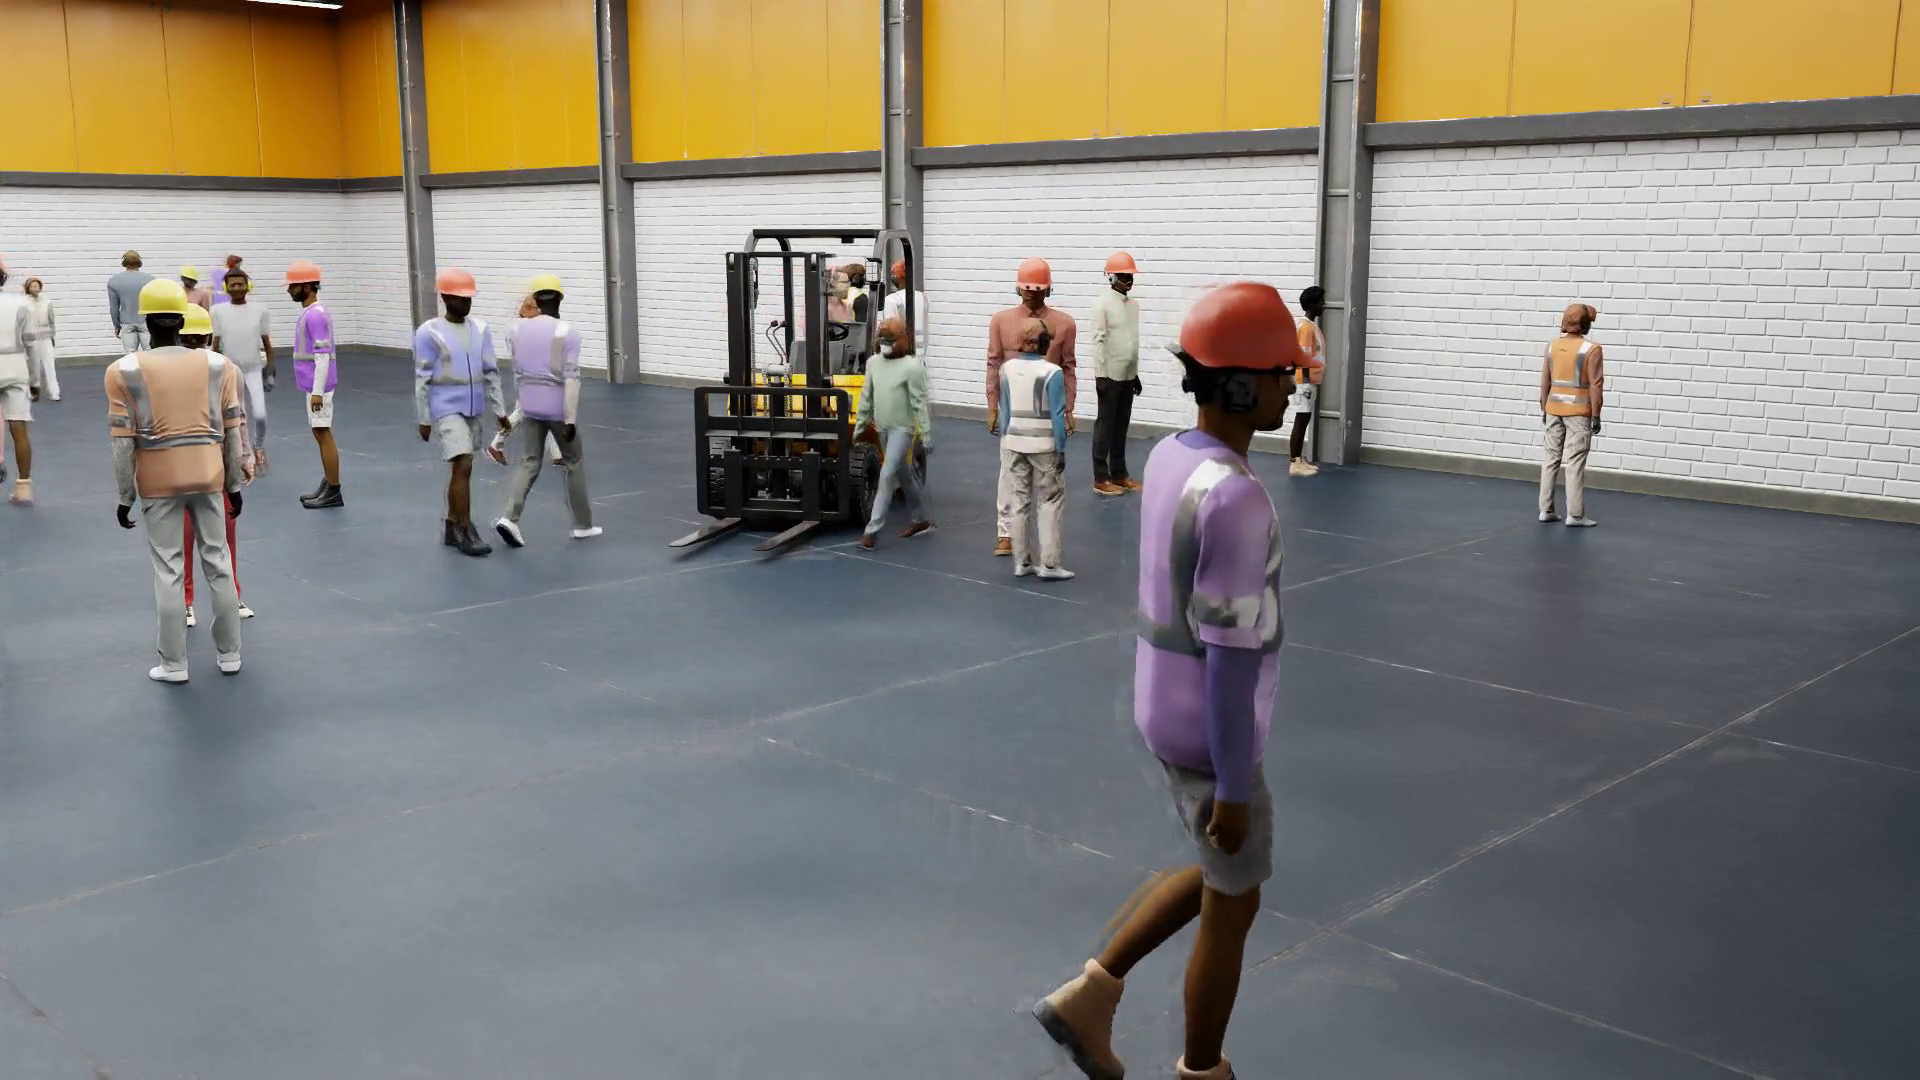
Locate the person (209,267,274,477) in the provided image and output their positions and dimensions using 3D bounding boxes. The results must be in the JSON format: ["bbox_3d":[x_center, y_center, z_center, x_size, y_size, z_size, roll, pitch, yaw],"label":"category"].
[{"bbox_3d":[-6.336,-1.473,14.677,0.524,1.853,0.408,-5,11,-24],"label":"person"}]

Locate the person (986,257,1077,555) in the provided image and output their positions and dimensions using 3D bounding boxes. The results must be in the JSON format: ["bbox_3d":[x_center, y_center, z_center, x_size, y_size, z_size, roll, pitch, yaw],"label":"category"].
[{"bbox_3d":[0.476,-0.880,11.094,0.611,1.985,0.393,0,10,-2],"label":"person"}]

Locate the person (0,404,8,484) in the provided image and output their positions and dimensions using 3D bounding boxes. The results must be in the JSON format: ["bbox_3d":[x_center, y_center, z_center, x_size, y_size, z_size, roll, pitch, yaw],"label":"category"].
[{"bbox_3d":[-5.575,-0.460,9.046,0.671,1.892,0.508,-6,12,-31],"label":"person"}]

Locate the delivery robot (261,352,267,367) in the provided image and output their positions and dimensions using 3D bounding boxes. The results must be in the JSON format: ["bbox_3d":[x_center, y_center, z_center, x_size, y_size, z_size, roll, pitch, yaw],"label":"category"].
[{"bbox_3d":[-10.546,-2.690,24.611,0.707,0.478,0.477,9,14,40],"label":"delivery robot"}]

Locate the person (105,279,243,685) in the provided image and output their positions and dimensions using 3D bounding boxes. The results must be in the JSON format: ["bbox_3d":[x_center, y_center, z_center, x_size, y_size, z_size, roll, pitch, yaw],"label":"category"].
[{"bbox_3d":[-3.725,-0.271,7.934,0.584,1.928,0.367,-9,14,-40],"label":"person"}]

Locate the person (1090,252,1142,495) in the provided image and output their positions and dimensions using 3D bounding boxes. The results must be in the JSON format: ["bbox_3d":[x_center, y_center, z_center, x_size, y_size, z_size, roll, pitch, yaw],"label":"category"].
[{"bbox_3d":[1.306,-1.377,13.780,0.378,1.995,0.612,8,13,37],"label":"person"}]

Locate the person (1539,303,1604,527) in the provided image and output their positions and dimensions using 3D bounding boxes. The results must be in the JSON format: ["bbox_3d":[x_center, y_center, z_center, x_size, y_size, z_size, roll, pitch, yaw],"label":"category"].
[{"bbox_3d":[4.490,-0.914,12.232,0.311,1.636,0.523,-6,12,-30],"label":"person"}]

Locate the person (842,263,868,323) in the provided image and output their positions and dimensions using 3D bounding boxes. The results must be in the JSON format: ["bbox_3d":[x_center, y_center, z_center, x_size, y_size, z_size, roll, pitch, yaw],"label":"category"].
[{"bbox_3d":[-1.112,-1.993,17.557,0.430,1.845,0.620,-7,13,-35],"label":"person"}]

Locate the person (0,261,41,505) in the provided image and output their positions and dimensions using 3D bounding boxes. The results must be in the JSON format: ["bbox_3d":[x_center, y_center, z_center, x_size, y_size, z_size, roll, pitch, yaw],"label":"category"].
[{"bbox_3d":[-7.712,-1.292,13.307,0.636,1.989,1.052,-10,14,-43],"label":"person"}]

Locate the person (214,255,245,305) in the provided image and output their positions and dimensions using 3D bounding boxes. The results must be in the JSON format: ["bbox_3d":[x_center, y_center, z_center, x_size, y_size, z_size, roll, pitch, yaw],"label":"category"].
[{"bbox_3d":[-12.319,-3.894,28.047,0.678,1.808,0.385,4,11,19],"label":"person"}]

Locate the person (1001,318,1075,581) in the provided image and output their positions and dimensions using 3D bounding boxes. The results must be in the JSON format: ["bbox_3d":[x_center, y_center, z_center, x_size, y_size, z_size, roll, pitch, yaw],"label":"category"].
[{"bbox_3d":[0.468,-0.555,10.303,0.521,1.634,0.347,10,14,44],"label":"person"}]

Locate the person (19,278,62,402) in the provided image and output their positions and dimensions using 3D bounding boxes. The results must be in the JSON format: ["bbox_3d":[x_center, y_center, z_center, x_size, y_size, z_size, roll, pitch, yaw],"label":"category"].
[{"bbox_3d":[-11.966,-2.595,21.533,0.875,1.592,0.501,10,15,44],"label":"person"}]

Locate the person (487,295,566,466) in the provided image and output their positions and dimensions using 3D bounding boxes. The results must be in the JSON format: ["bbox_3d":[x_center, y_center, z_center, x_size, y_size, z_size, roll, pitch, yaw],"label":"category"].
[{"bbox_3d":[-3.988,-1.468,15.356,0.833,1.600,0.494,3,11,17],"label":"person"}]

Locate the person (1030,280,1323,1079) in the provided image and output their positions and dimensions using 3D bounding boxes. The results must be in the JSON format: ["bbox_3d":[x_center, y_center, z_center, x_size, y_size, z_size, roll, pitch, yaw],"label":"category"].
[{"bbox_3d":[0.525,0.428,3.823,0.549,2.031,0.623,-2,11,-9],"label":"person"}]

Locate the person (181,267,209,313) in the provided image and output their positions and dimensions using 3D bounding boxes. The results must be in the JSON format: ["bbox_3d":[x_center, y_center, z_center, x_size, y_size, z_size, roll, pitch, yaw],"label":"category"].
[{"bbox_3d":[-10.454,-2.846,22.574,0.538,1.709,0.885,-3,11,-14],"label":"person"}]

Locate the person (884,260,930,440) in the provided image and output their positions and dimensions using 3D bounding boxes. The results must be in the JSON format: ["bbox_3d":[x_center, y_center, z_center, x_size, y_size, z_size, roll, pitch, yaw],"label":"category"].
[{"bbox_3d":[-0.535,-1.781,16.282,0.361,1.886,0.574,10,14,44],"label":"person"}]

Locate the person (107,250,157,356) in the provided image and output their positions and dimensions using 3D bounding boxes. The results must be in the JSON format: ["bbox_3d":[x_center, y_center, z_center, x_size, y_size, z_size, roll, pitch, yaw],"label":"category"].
[{"bbox_3d":[-10.653,-2.774,21.550,0.630,1.940,0.372,-2,11,-13],"label":"person"}]

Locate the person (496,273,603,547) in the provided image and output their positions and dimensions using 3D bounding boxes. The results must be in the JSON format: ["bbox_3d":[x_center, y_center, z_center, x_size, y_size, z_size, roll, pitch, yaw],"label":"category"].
[{"bbox_3d":[-2.885,-0.892,11.466,0.590,1.885,0.842,3,11,17],"label":"person"}]

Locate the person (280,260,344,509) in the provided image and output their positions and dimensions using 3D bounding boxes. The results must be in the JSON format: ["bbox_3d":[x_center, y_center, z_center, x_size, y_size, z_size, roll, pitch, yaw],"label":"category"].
[{"bbox_3d":[-5.082,-1.213,13.047,0.370,1.933,0.553,-4,11,-23],"label":"person"}]

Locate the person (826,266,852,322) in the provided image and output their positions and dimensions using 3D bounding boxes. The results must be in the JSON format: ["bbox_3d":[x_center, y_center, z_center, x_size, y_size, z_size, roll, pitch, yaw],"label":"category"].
[{"bbox_3d":[-1.045,-1.463,14.613,0.862,1.864,0.645,3,11,18],"label":"person"}]

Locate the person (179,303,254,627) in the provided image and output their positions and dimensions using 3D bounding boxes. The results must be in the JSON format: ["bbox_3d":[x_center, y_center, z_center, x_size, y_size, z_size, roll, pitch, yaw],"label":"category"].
[{"bbox_3d":[-4.157,-0.411,9.140,0.534,1.766,0.317,-10,14,-43],"label":"person"}]

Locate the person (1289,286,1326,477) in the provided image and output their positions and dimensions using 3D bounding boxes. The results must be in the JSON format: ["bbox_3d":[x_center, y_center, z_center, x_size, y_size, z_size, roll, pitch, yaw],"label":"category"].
[{"bbox_3d":[3.087,-1.408,14.789,0.321,1.689,0.529,4,11,19],"label":"person"}]

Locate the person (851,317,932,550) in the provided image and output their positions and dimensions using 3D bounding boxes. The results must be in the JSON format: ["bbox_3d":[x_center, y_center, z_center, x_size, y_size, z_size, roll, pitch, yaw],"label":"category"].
[{"bbox_3d":[-0.457,-0.740,11.432,0.553,1.582,0.884,10,15,44],"label":"person"}]

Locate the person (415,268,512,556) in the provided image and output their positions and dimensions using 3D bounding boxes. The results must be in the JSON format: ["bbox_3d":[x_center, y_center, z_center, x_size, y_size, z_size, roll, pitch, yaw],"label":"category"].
[{"bbox_3d":[-3.292,-0.858,11.162,0.792,1.905,0.552,7,13,35],"label":"person"}]

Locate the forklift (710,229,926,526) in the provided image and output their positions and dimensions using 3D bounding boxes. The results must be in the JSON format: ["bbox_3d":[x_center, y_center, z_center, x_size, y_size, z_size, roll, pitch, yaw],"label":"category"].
[{"bbox_3d":[-1.050,-1.319,12.920,1.214,2.155,2.313,2,11,13],"label":"forklift"}]
